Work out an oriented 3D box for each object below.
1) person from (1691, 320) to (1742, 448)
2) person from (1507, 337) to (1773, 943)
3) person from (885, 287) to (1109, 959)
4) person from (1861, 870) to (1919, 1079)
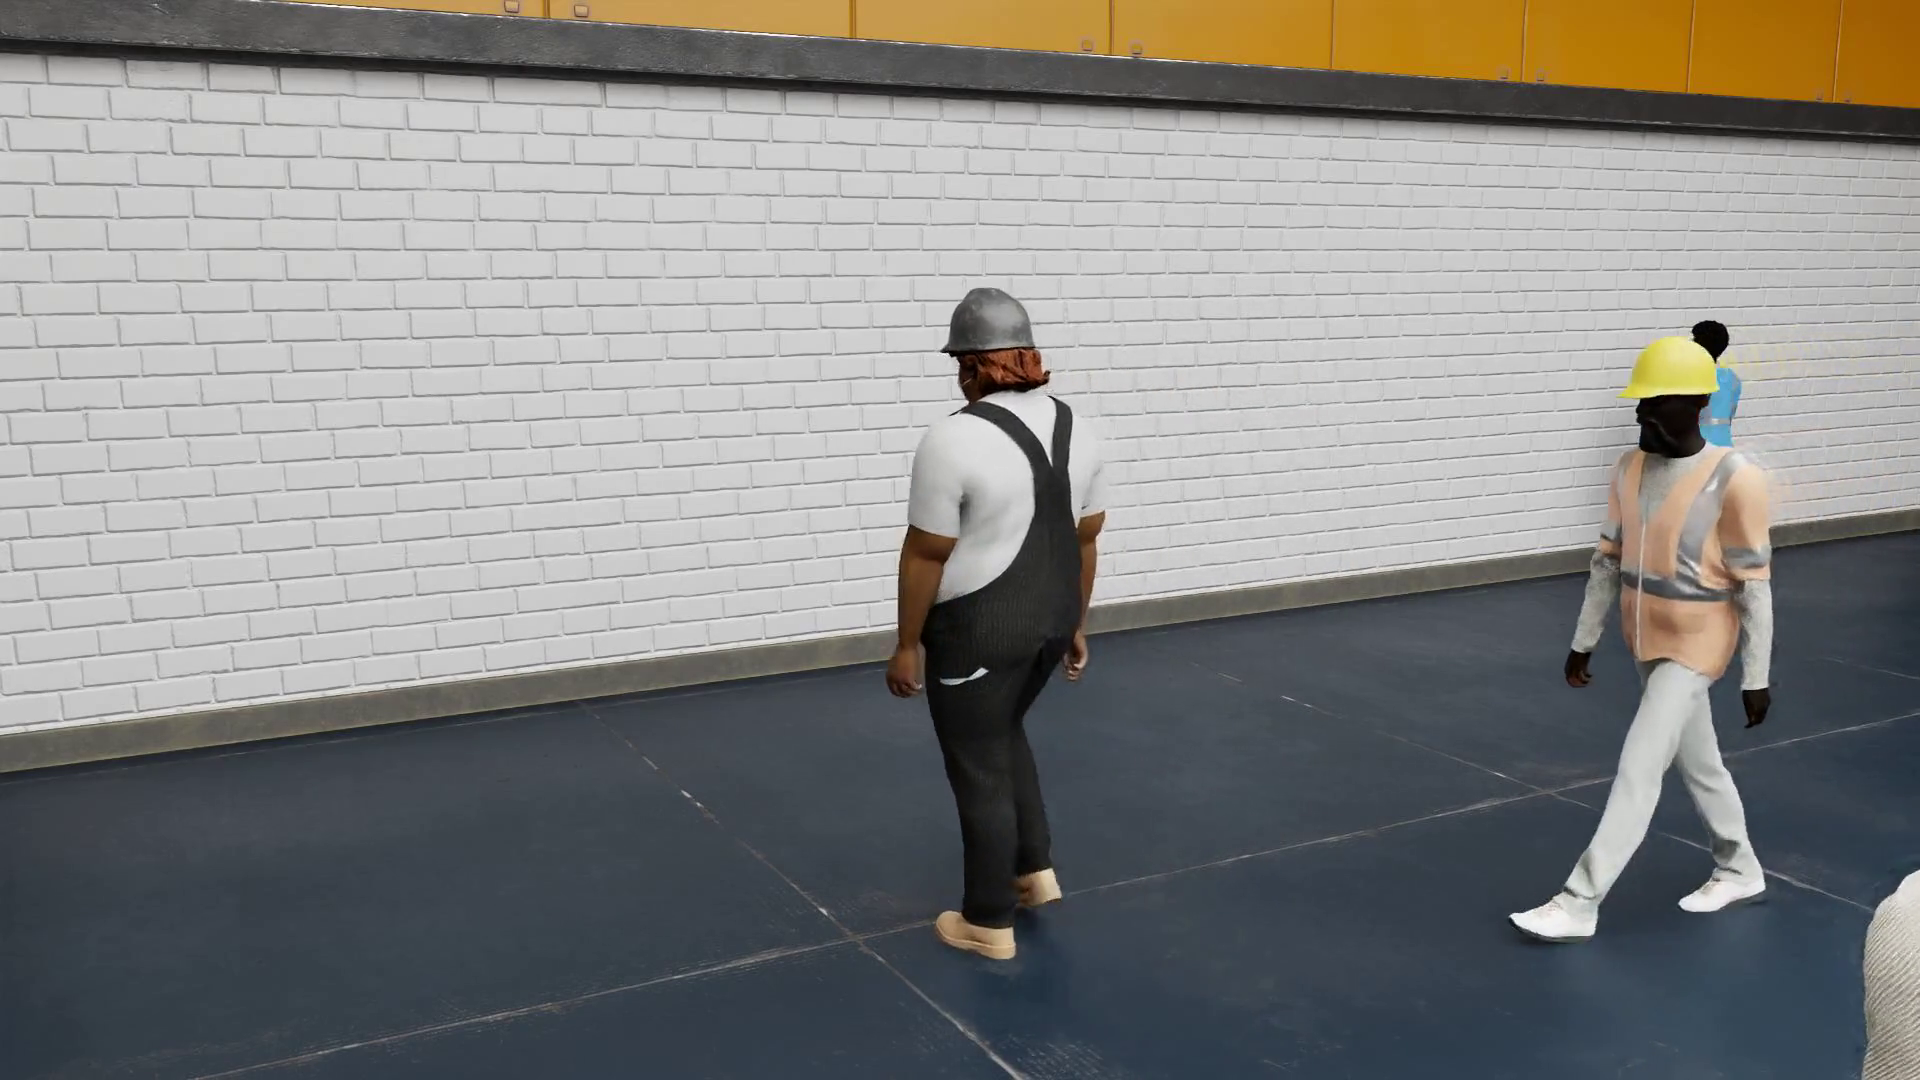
[{"bbox_3d":[4.677,-0.533,10.498,0.541,1.695,0.315,-7,12,-33],"label":"person"},{"bbox_3d":[2.192,0.310,5.157,1.010,1.872,0.610,-2,10,-14],"label":"person"},{"bbox_3d":[0.073,0.243,5.042,0.536,2.000,0.688,9,13,41],"label":"person"},{"bbox_3d":[1.164,0.918,1.770,0.515,1.827,0.496,1,10,7],"label":"person"}]
